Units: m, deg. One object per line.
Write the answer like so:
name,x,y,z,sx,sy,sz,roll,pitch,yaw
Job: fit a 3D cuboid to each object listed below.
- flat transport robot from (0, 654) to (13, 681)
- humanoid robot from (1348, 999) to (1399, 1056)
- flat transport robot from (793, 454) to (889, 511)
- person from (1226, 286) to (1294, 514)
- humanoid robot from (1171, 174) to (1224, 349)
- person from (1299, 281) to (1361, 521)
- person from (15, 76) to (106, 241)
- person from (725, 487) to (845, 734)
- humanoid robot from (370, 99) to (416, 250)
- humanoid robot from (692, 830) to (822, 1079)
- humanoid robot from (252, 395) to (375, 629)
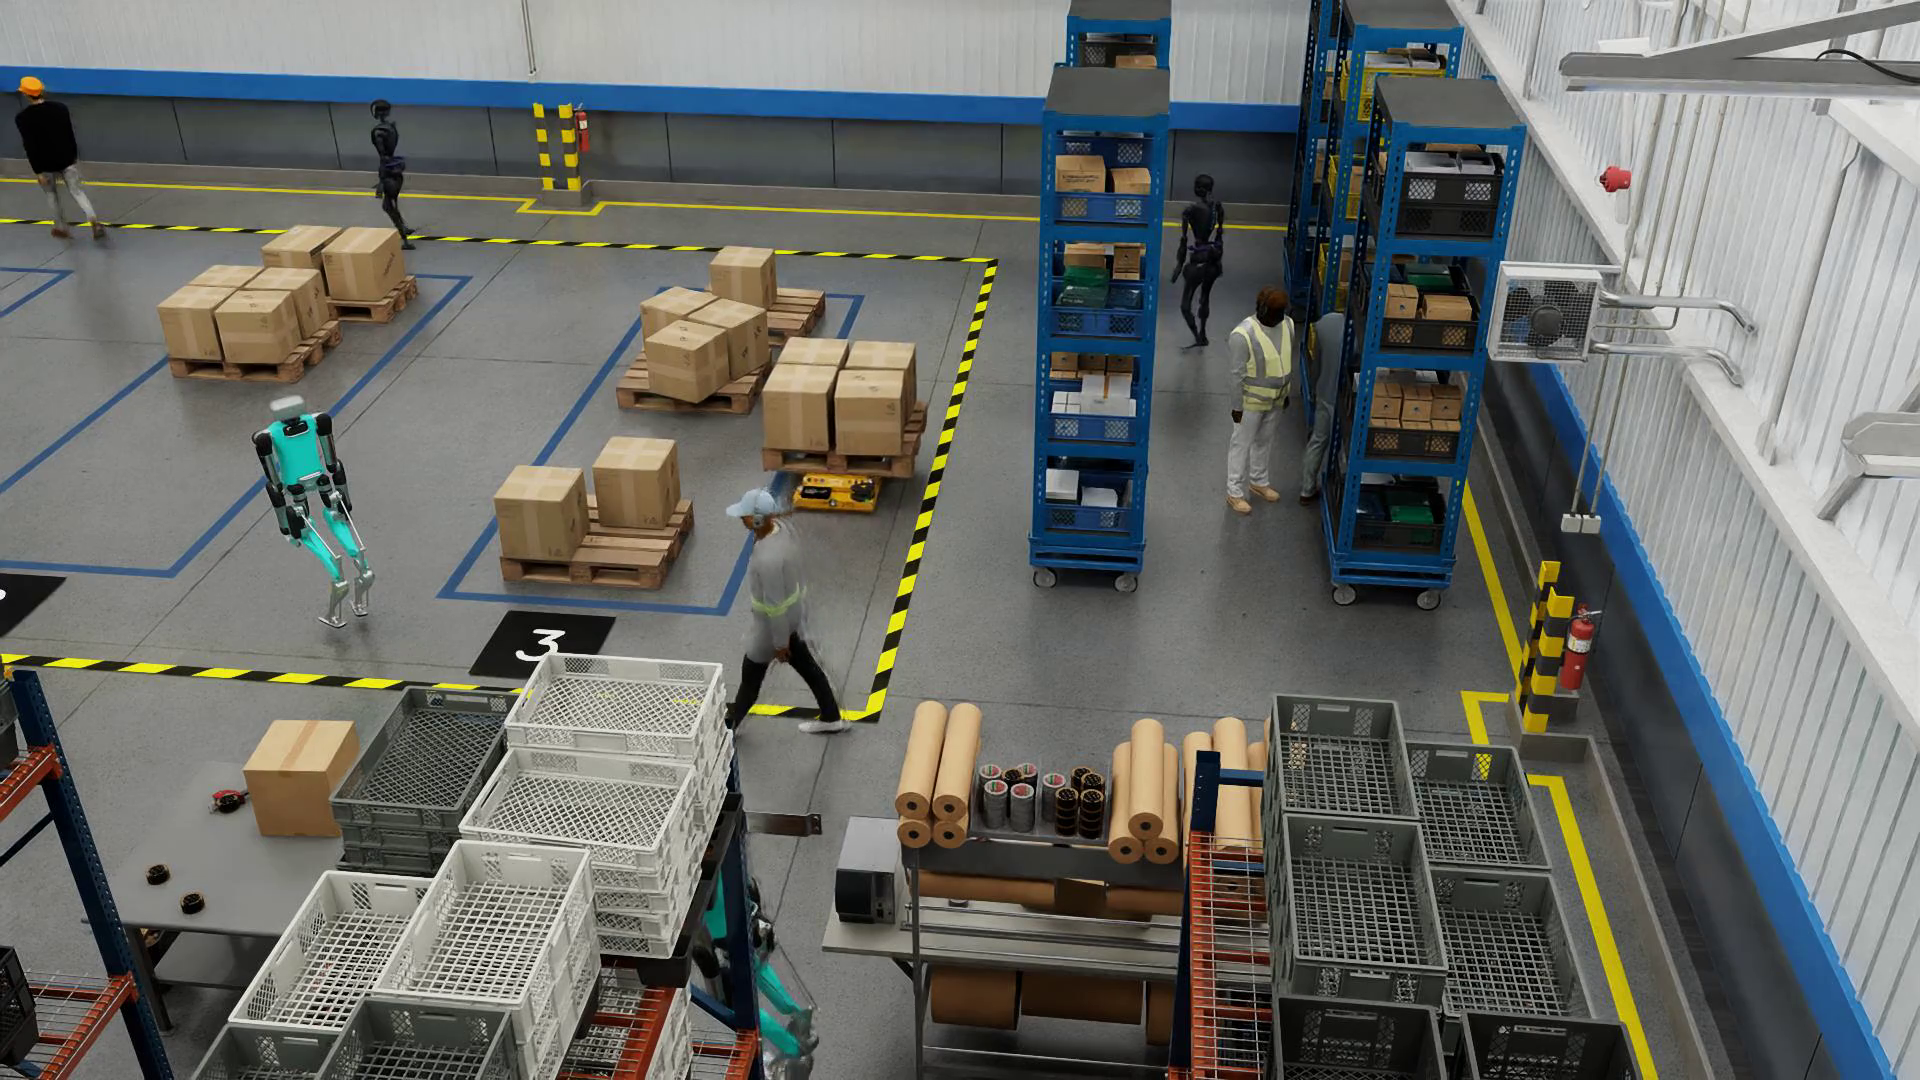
flat transport robot,-7.142,0.969,11.010,1.431,0.231,0.659,3,30,6
humanoid robot,1.712,2.397,7.197,0.532,1.640,0.608,-18,35,-28
flat transport robot,-0.932,-0.683,13.819,0.652,0.197,1.431,3,30,6
person,2.358,-1.108,13.014,0.626,1.844,0.429,-21,36,-31
humanoid robot,2.300,-2.639,15.807,0.604,1.635,0.434,-23,37,-34
person,2.949,-1.085,12.900,0.384,1.928,0.641,-15,33,-23
person,-9.893,-4.147,18.225,0.803,1.857,0.586,23,37,34
person,-1.202,0.471,10.338,0.983,1.792,0.610,1,30,2
humanoid robot,-6.206,-3.954,18.063,0.351,1.654,0.602,-3,30,-5
humanoid robot,-0.872,2.035,7.704,0.776,1.773,0.583,10,32,16
humanoid robot,-4.314,-0.137,11.321,0.533,1.672,0.735,-26,39,-37
